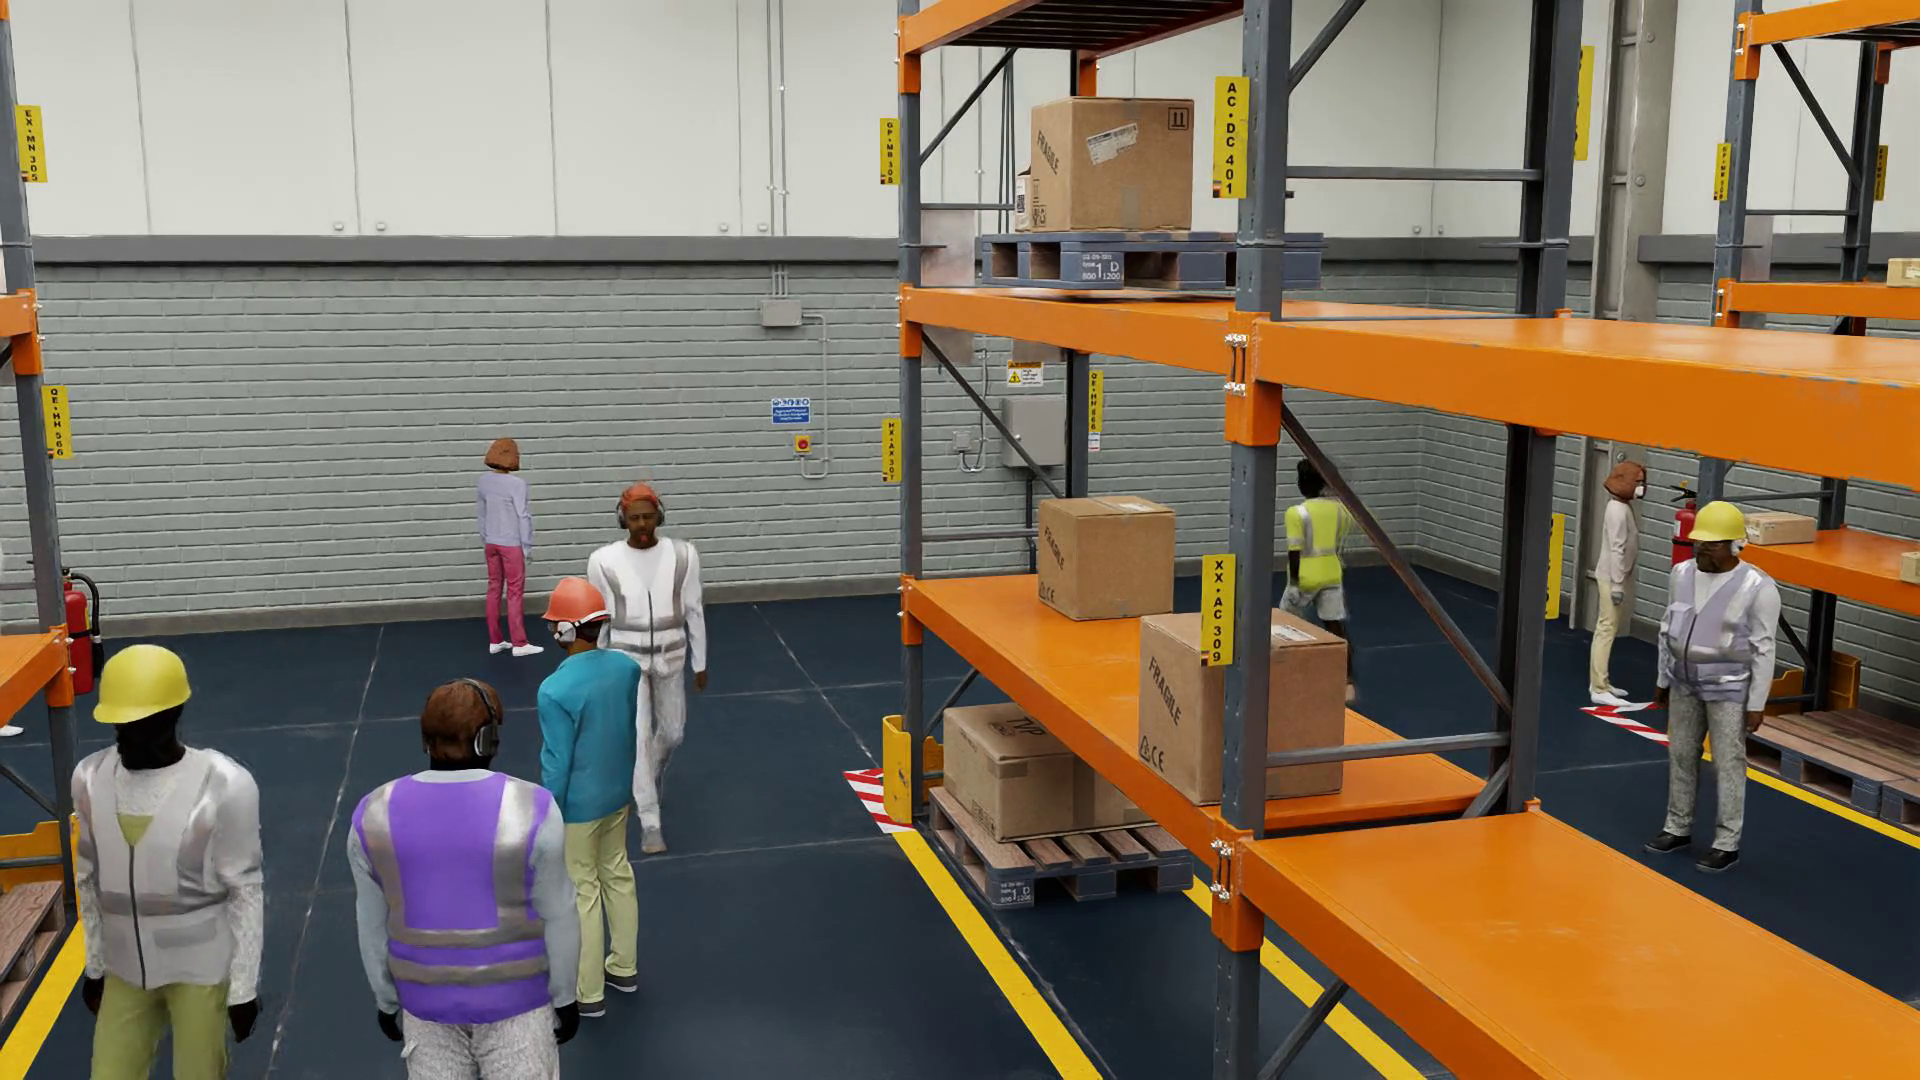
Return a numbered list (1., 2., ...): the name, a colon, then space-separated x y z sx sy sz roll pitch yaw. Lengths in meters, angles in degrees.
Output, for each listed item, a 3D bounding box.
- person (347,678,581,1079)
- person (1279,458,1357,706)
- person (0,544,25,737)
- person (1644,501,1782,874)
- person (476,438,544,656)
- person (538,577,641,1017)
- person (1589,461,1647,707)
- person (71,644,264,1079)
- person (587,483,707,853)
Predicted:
1. person: -1.380 1.298 4.763 0.619 1.837 0.430 0 10 2
2. person: 2.370 0.265 11.183 0.545 1.643 0.887 -6 12 -30
3. person: -5.993 0.347 10.032 0.397 1.895 0.705 0 10 1
4. person: 3.675 0.710 8.148 0.403 1.826 0.605 -6 11 -29
5. person: -3.389 0.052 12.436 0.501 1.631 0.285 6 12 32
6. person: -1.493 1.012 6.621 0.330 1.750 0.573 4 11 23
7. person: 4.398 0.281 11.130 0.286 1.631 0.501 4 11 21
8. person: -2.322 1.237 4.869 0.615 1.912 0.404 2 10 9
9. person: -1.617 0.615 8.582 0.585 1.860 0.770 -3 11 -19
